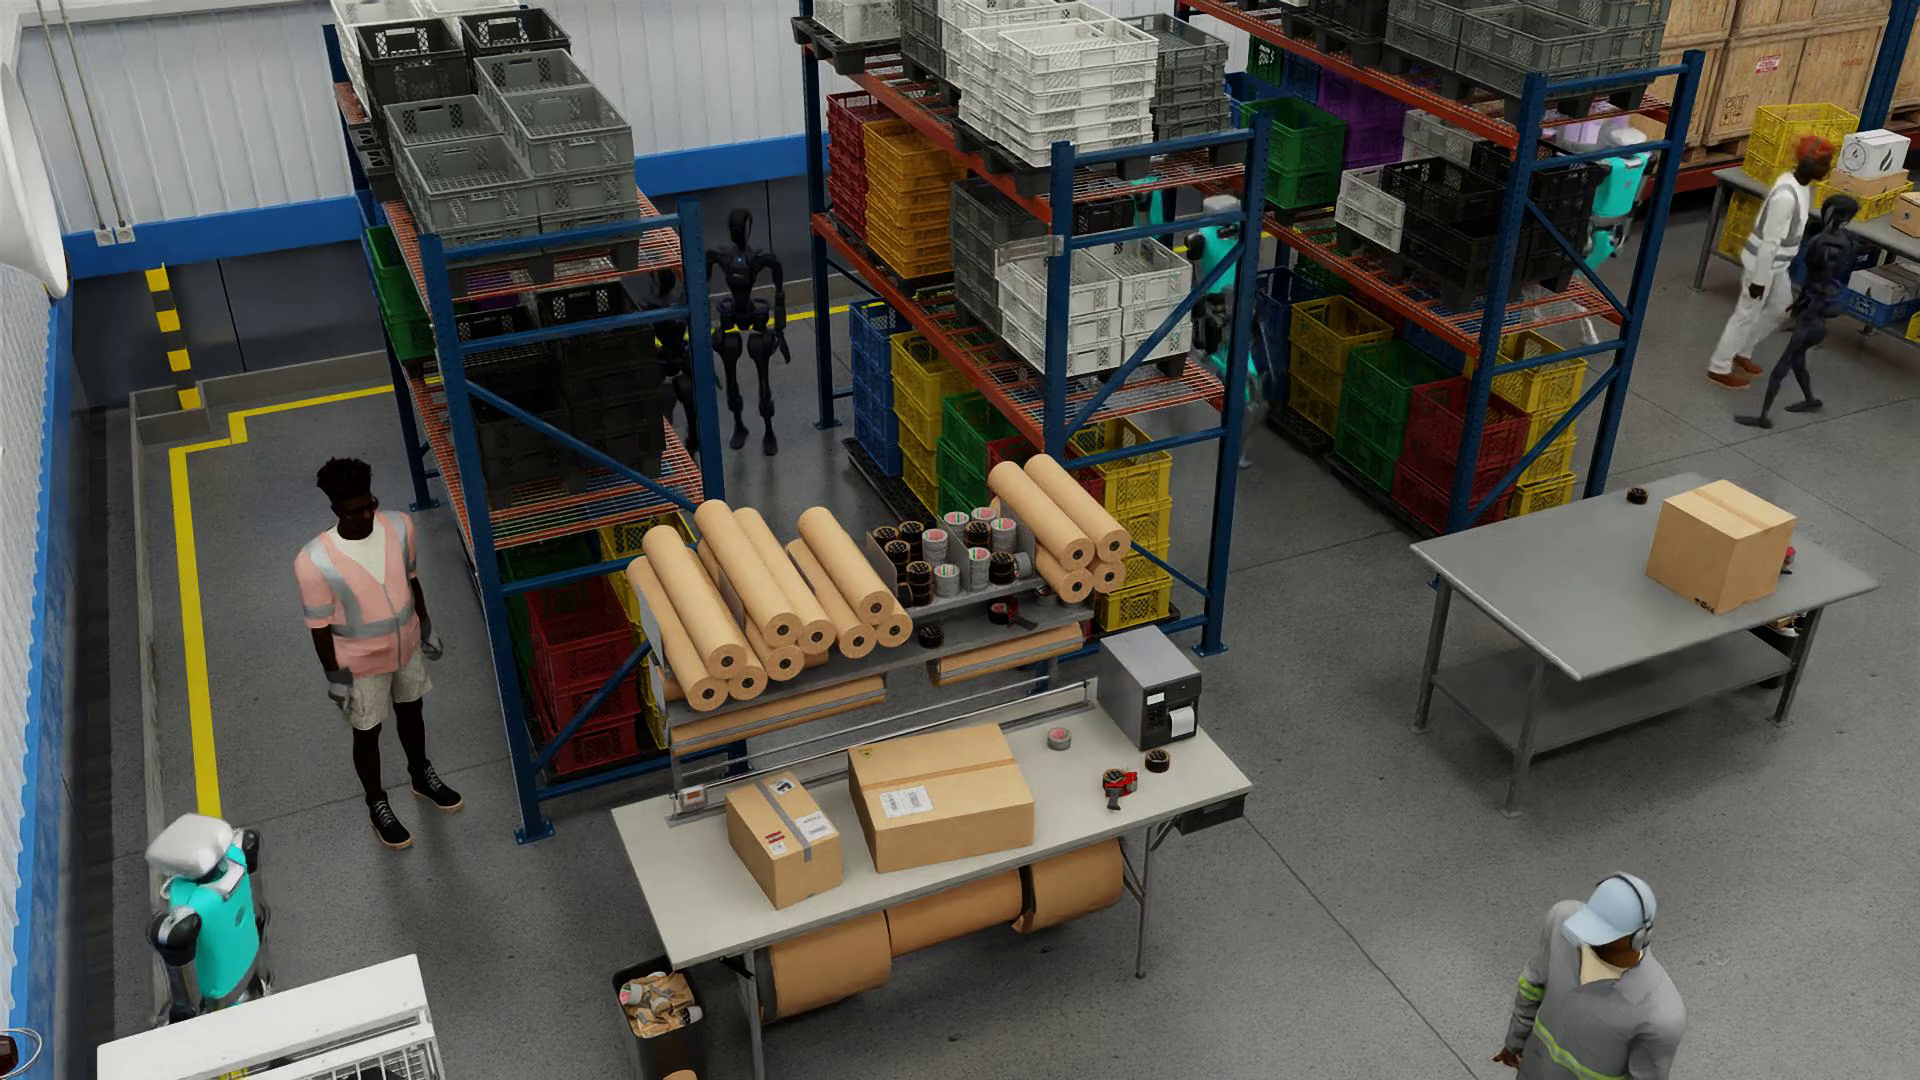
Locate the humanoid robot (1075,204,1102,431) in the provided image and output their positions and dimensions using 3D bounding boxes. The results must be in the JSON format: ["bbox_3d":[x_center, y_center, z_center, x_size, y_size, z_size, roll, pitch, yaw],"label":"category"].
[{"bbox_3d":[0.744,-1.478,10.967,0.535,1.787,0.696,-3,32,-4],"label":"humanoid robot"}]

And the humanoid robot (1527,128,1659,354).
[{"bbox_3d":[4.574,-2.304,12.366,0.568,1.739,1.018,-11,33,-17],"label":"humanoid robot"}]

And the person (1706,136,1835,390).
[{"bbox_3d":[5.637,-1.909,11.566,0.455,1.860,0.588,20,37,29],"label":"person"}]

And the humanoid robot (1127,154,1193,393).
[{"bbox_3d":[1.465,-1.824,11.534,0.651,1.794,0.532,5,32,8],"label":"humanoid robot"}]

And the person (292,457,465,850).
[{"bbox_3d":[-2.633,0.497,7.549,0.368,1.961,0.600,21,37,30],"label":"person"}]

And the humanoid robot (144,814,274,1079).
[{"bbox_3d":[-2.754,1.687,5.845,0.791,1.786,0.533,3,32,5],"label":"humanoid robot"}]

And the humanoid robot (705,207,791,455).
[{"bbox_3d":[-1.401,-1.353,10.810,0.598,1.657,0.340,1,32,1],"label":"humanoid robot"}]

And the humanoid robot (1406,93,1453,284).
[{"bbox_3d":[3.597,-2.703,13.028,0.488,1.633,0.609,11,33,17],"label":"humanoid robot"}]

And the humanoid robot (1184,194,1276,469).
[{"bbox_3d":[1.807,-1.249,10.624,0.532,1.798,0.787,-20,37,-29],"label":"humanoid robot"}]

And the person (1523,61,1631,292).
[{"bbox_3d":[4.798,-2.853,12.937,0.615,2.030,0.446,17,36,26],"label":"person"}]

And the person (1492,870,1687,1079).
[{"bbox_3d":[2.018,1.809,5.523,0.378,1.852,0.589,-14,34,-22],"label":"person"}]

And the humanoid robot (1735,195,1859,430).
[{"bbox_3d":[5.707,-1.559,11.187,0.575,1.622,0.599,11,33,17],"label":"humanoid robot"}]

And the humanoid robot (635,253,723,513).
[{"bbox_3d":[-1.751,-1.008,10.313,0.574,1.640,0.613,26,40,35],"label":"humanoid robot"}]
